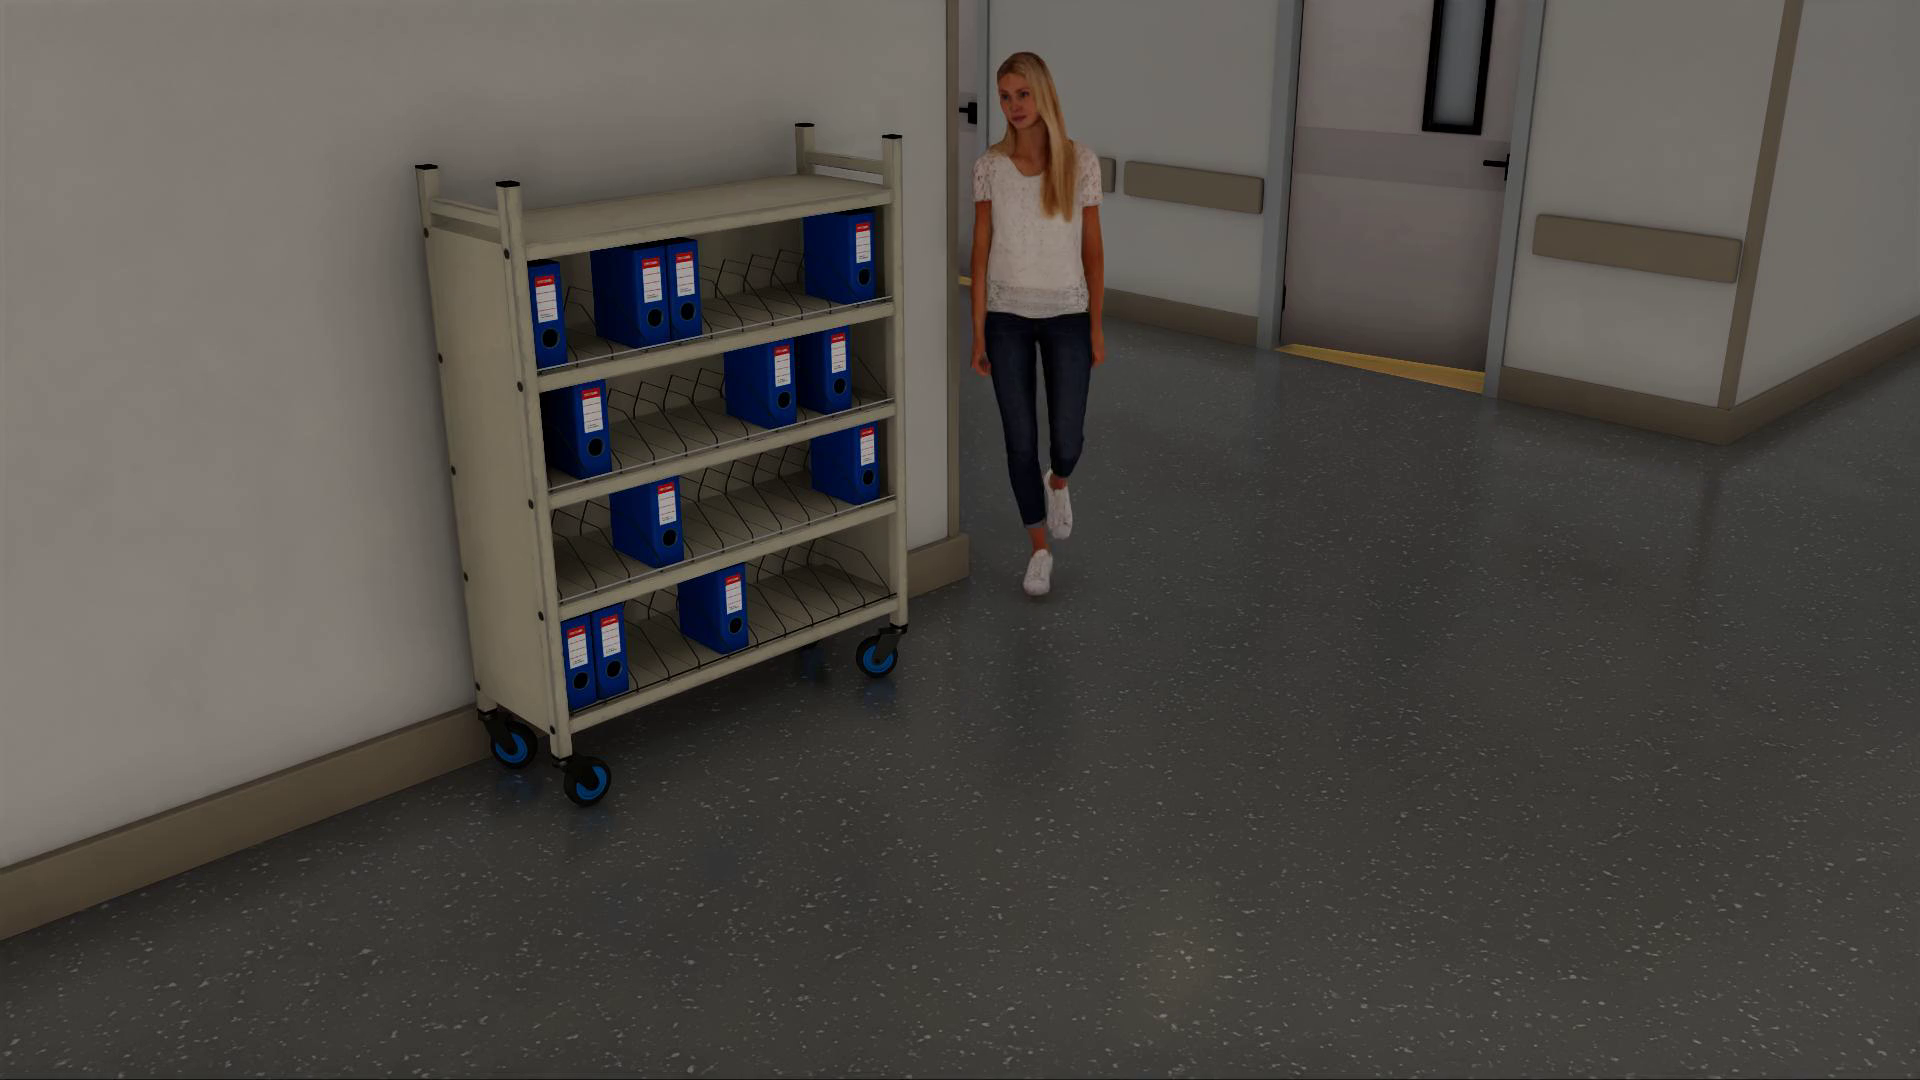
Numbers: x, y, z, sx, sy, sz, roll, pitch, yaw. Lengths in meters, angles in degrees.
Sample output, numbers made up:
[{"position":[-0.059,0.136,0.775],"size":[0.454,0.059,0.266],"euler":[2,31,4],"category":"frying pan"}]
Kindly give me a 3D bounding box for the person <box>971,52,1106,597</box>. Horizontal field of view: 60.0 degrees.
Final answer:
[{"position":[0.257,-0.718,5.622],"size":[0.838,1.788,0.916],"euler":[1,21,3],"category":"person"}]
